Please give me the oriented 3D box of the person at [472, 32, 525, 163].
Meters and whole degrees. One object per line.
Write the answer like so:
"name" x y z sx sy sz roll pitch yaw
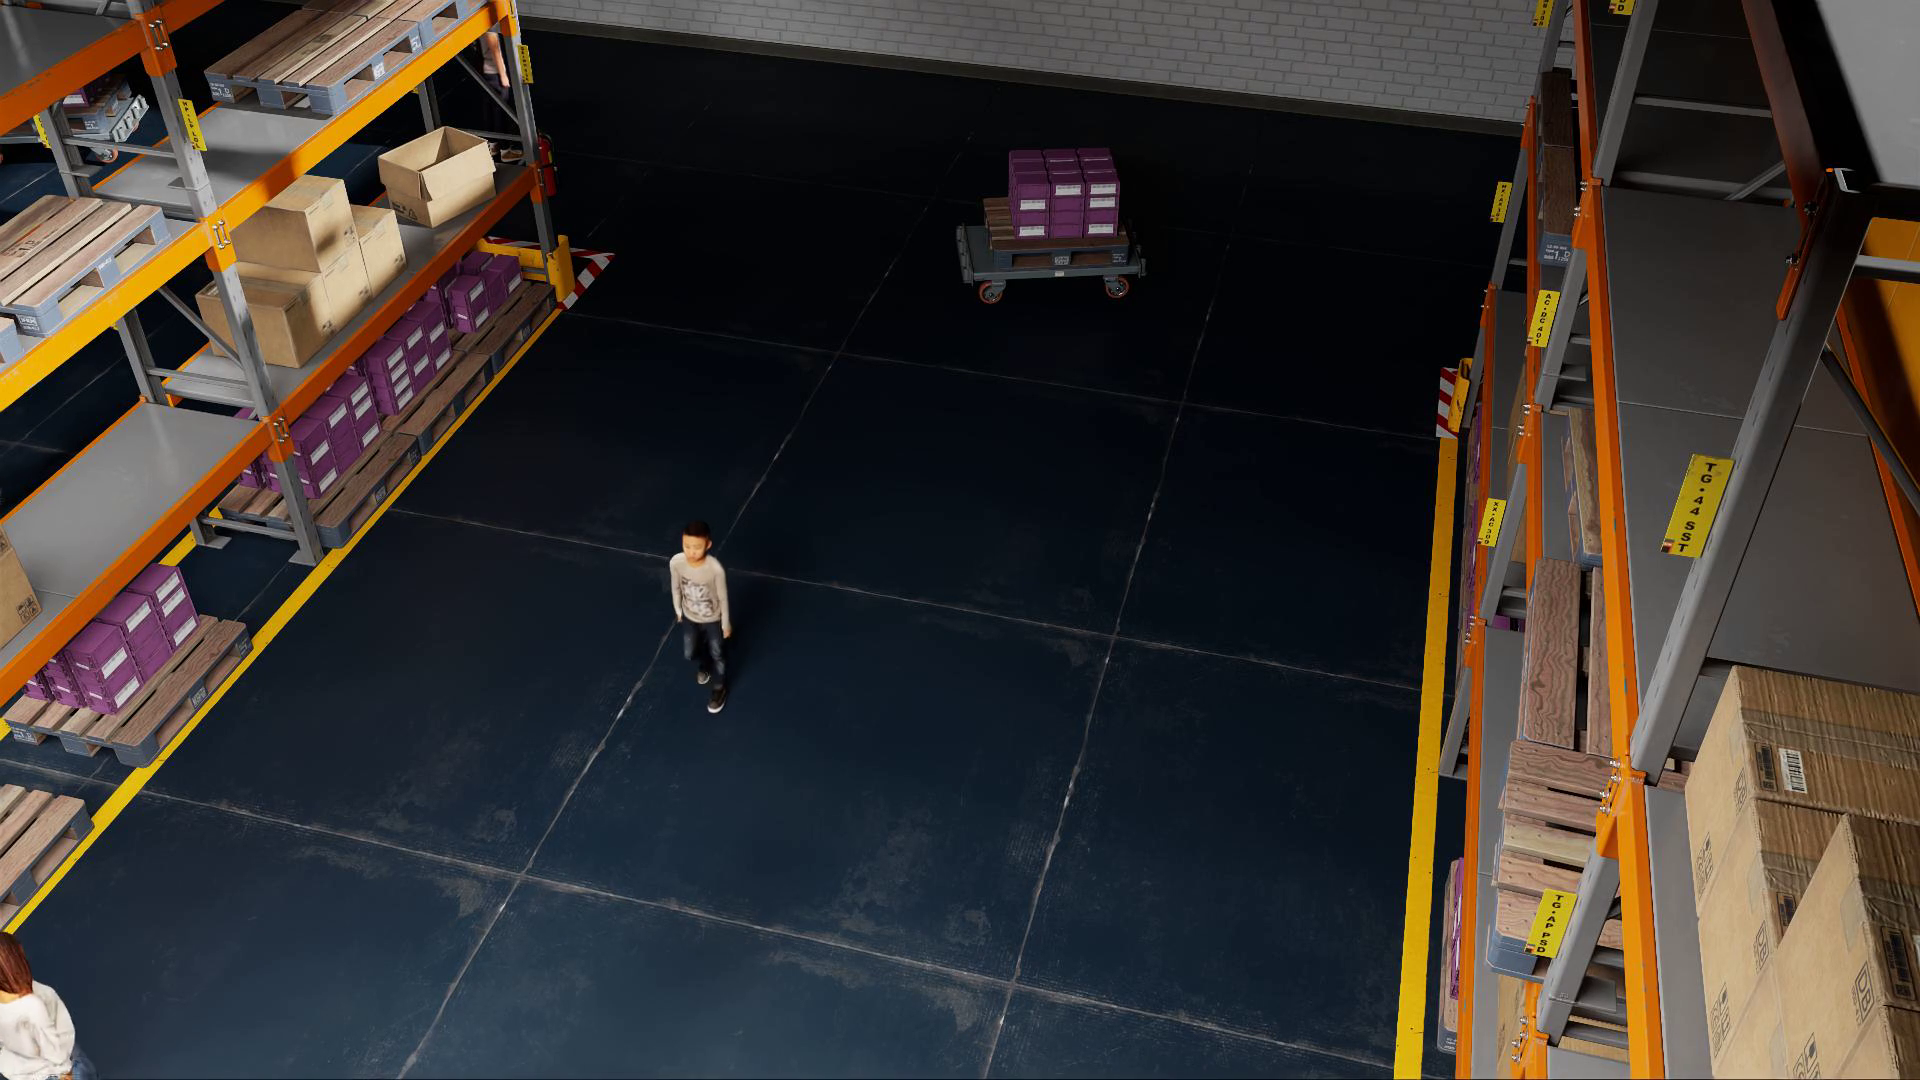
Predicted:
"person" -4.756 -4.780 16.841 0.749 1.893 0.733 -27 46 -30

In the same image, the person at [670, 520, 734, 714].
"person" -1.612 0.434 10.663 0.574 1.456 0.663 6 39 8
